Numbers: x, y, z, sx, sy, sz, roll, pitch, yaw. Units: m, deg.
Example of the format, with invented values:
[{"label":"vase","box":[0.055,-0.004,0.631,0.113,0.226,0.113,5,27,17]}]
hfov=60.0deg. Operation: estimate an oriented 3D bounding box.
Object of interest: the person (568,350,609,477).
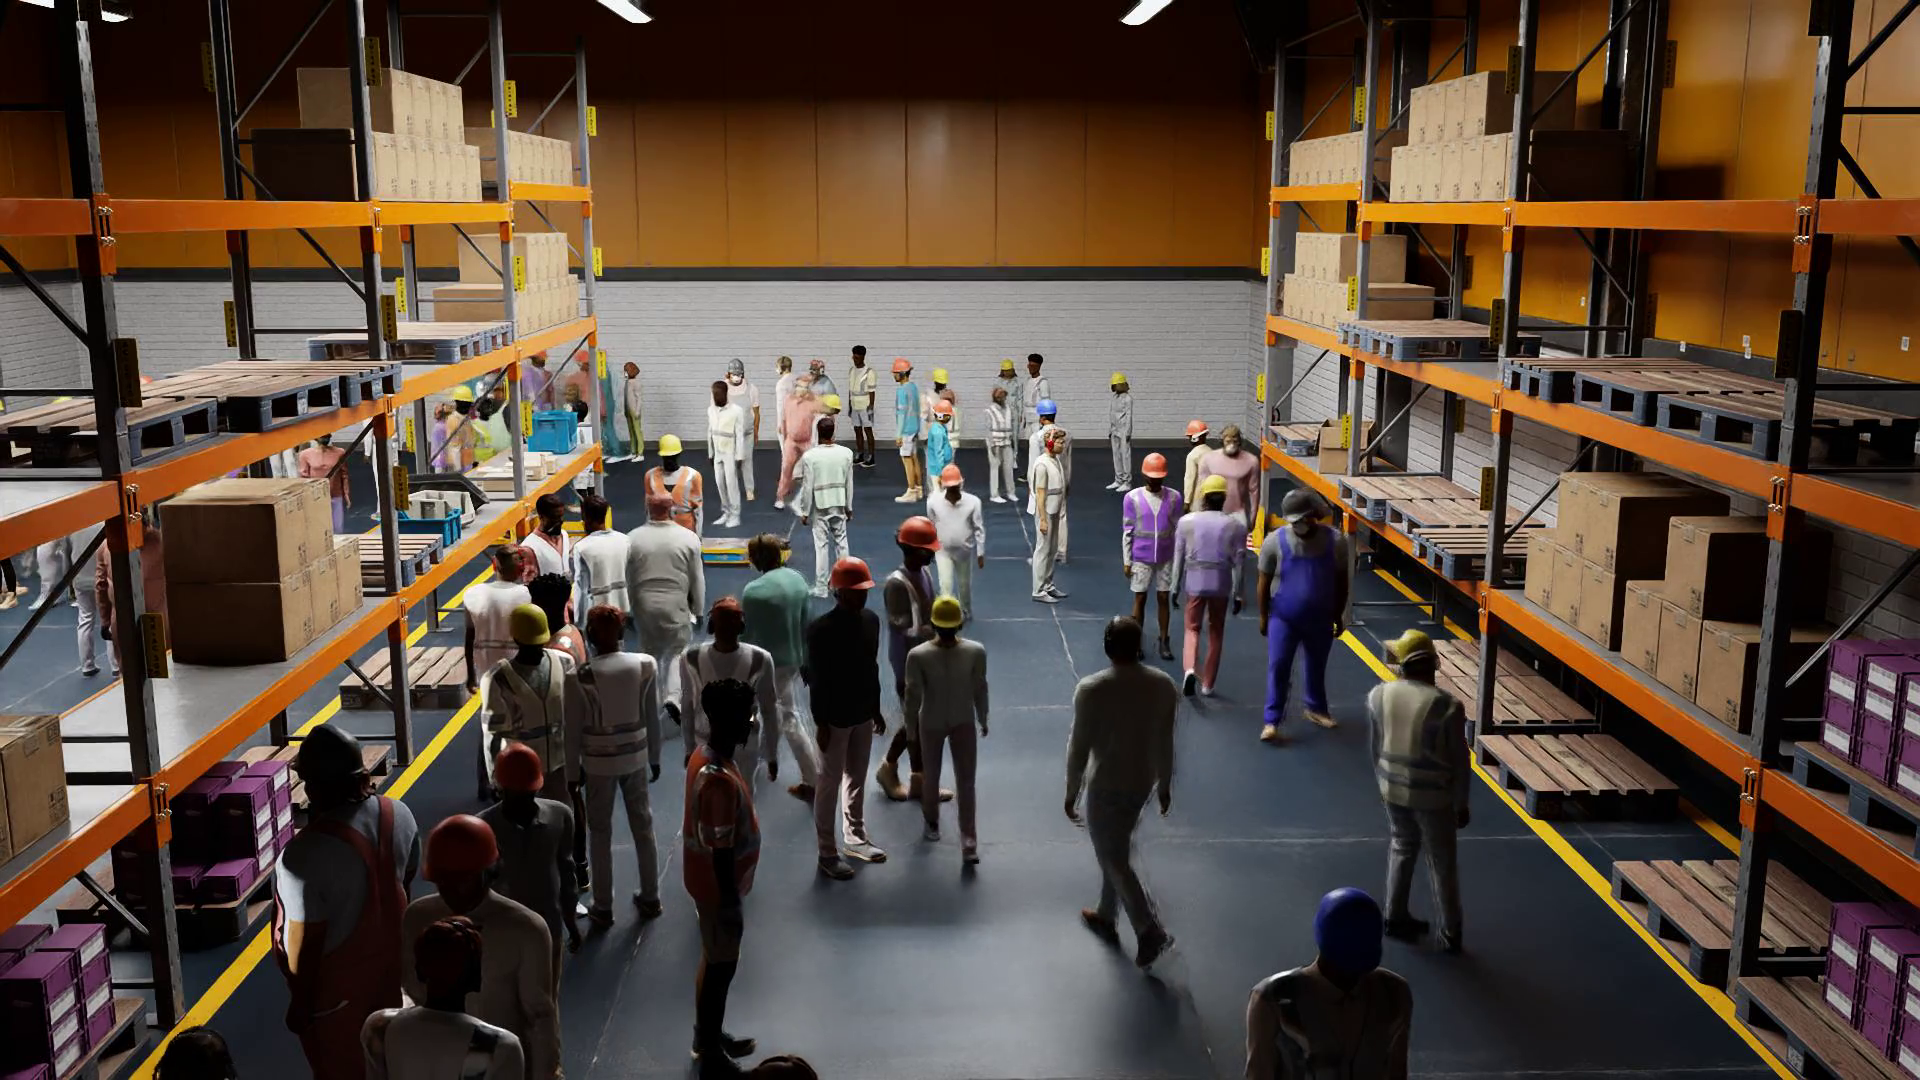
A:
[{"label":"person","box":[-5.792,-1.975,25.758,0.973,1.958,0.623,10,15,40]}]

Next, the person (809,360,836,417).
[{"label":"person","box":[-2.093,-1.725,24.654,0.400,1.900,0.646,-7,13,-32]}]

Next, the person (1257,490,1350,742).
[{"label":"person","box":[2.675,0.538,12.935,0.706,2.000,0.813,0,11,-1]}]

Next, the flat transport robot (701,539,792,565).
[{"label":"flat transport robot","box":[-2.719,0.134,19.413,1.431,0.197,0.652,0,11,2]}]

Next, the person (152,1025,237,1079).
[{"label":"person","box":[-2.178,2.274,4.814,0.533,1.803,0.753,-7,13,-32]}]

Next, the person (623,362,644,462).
[{"label":"person","box":[-5.351,-2.099,27.183,0.289,1.632,0.497,-9,14,-37]}]

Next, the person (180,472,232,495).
[{"label":"person","box":[-7.676,-0.265,17.196,0.668,1.958,0.840,4,12,19]}]

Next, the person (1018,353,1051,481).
[{"label":"person","box":[1.122,-1.823,24.956,0.361,1.965,0.613,-5,13,-25]}]

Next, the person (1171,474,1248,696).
[{"label":"person","box":[2.087,0.411,13.948,0.630,1.891,0.641,2,11,10]}]

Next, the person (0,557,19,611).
[{"label":"person","box":[-9.950,-0.118,17.089,0.532,1.697,0.319,7,13,30]}]

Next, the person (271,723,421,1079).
[{"label":"person","box":[-2.582,1.741,6.904,0.538,2.000,0.683,4,12,20]}]

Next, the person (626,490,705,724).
[{"label":"person","box":[-2.370,0.561,13.248,0.658,1.880,0.627,0,11,-1]}]

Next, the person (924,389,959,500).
[{"label":"person","box":[-0.253,-1.300,23.199,0.473,1.618,0.531,1,11,4]}]

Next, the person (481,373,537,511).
[{"label":"person","box":[-5.965,-1.276,22.029,0.702,2.000,0.962,8,14,36]}]

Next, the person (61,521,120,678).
[{"label":"person","box":[-7.577,0.349,14.627,0.566,1.744,0.350,0,11,-1]}]

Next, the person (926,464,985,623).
[{"label":"person","box":[-0.045,0.068,16.169,0.563,1.700,0.942,0,11,-2]}]

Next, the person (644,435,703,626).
[{"label":"person","box":[-2.823,-0.091,16.406,0.585,1.918,0.400,1,11,5]}]

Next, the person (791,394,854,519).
[{"label":"person","box":[-1.869,-1.114,22.127,0.865,1.684,0.544,2,11,10]}]

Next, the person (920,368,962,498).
[{"label":"person","box":[-0.254,-1.447,23.280,0.602,1.884,0.889,-4,12,-18]}]

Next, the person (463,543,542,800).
[{"label":"person","box":[-3.134,0.932,11.534,0.602,1.818,0.412,0,11,2]}]

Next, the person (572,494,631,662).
[{"label":"person","box":[-2.785,0.593,13.003,0.405,1.909,0.597,6,13,29]}]

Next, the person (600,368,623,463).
[{"label":"person","box":[-5.774,-2.153,26.866,0.656,1.867,0.663,-6,13,-27]}]

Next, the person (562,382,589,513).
[{"label":"person","box":[-5.169,-1.244,22.505,0.535,1.801,0.469,10,15,42]}]

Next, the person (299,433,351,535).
[{"label":"person","box":[-7.133,-0.478,18.715,0.533,1.770,0.304,-6,13,-27]}]

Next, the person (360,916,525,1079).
[{"label":"person","box":[-1.643,2.127,5.397,0.579,1.878,0.340,3,12,15]}]

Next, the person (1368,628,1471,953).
[{"label":"person","box":[2.556,1.391,9.266,0.420,1.799,0.621,-10,15,-41]}]

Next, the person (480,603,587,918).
[{"label":"person","box":[-2.423,1.281,9.539,0.606,1.910,0.398,-10,15,-41]}]

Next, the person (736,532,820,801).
[{"label":"person","box":[-1.334,0.870,11.725,1.022,1.875,0.616,5,13,25]}]

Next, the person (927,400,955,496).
[{"label":"person","box":[-0.234,-0.895,20.879,0.349,1.740,0.575,-1,11,-3]}]

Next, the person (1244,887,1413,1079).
[{"label":"person","box":[1.227,2.060,5.563,0.602,1.937,0.409,-3,12,-14]}]

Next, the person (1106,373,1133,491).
[{"label":"person","box":[2.328,-1.583,24.354,0.325,1.731,0.489,-7,13,-30]}]

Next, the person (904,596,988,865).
[{"label":"person","box":[-0.087,1.179,10.542,0.554,1.708,0.916,-1,11,-7]}]

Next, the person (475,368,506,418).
[{"label":"person","box":[-6.945,-1.770,24.935,0.581,1.866,0.683,-5,12,-25]}]

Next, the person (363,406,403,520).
[{"label":"person","box":[-7.645,-1.202,22.059,0.355,1.882,0.576,8,14,36]}]
